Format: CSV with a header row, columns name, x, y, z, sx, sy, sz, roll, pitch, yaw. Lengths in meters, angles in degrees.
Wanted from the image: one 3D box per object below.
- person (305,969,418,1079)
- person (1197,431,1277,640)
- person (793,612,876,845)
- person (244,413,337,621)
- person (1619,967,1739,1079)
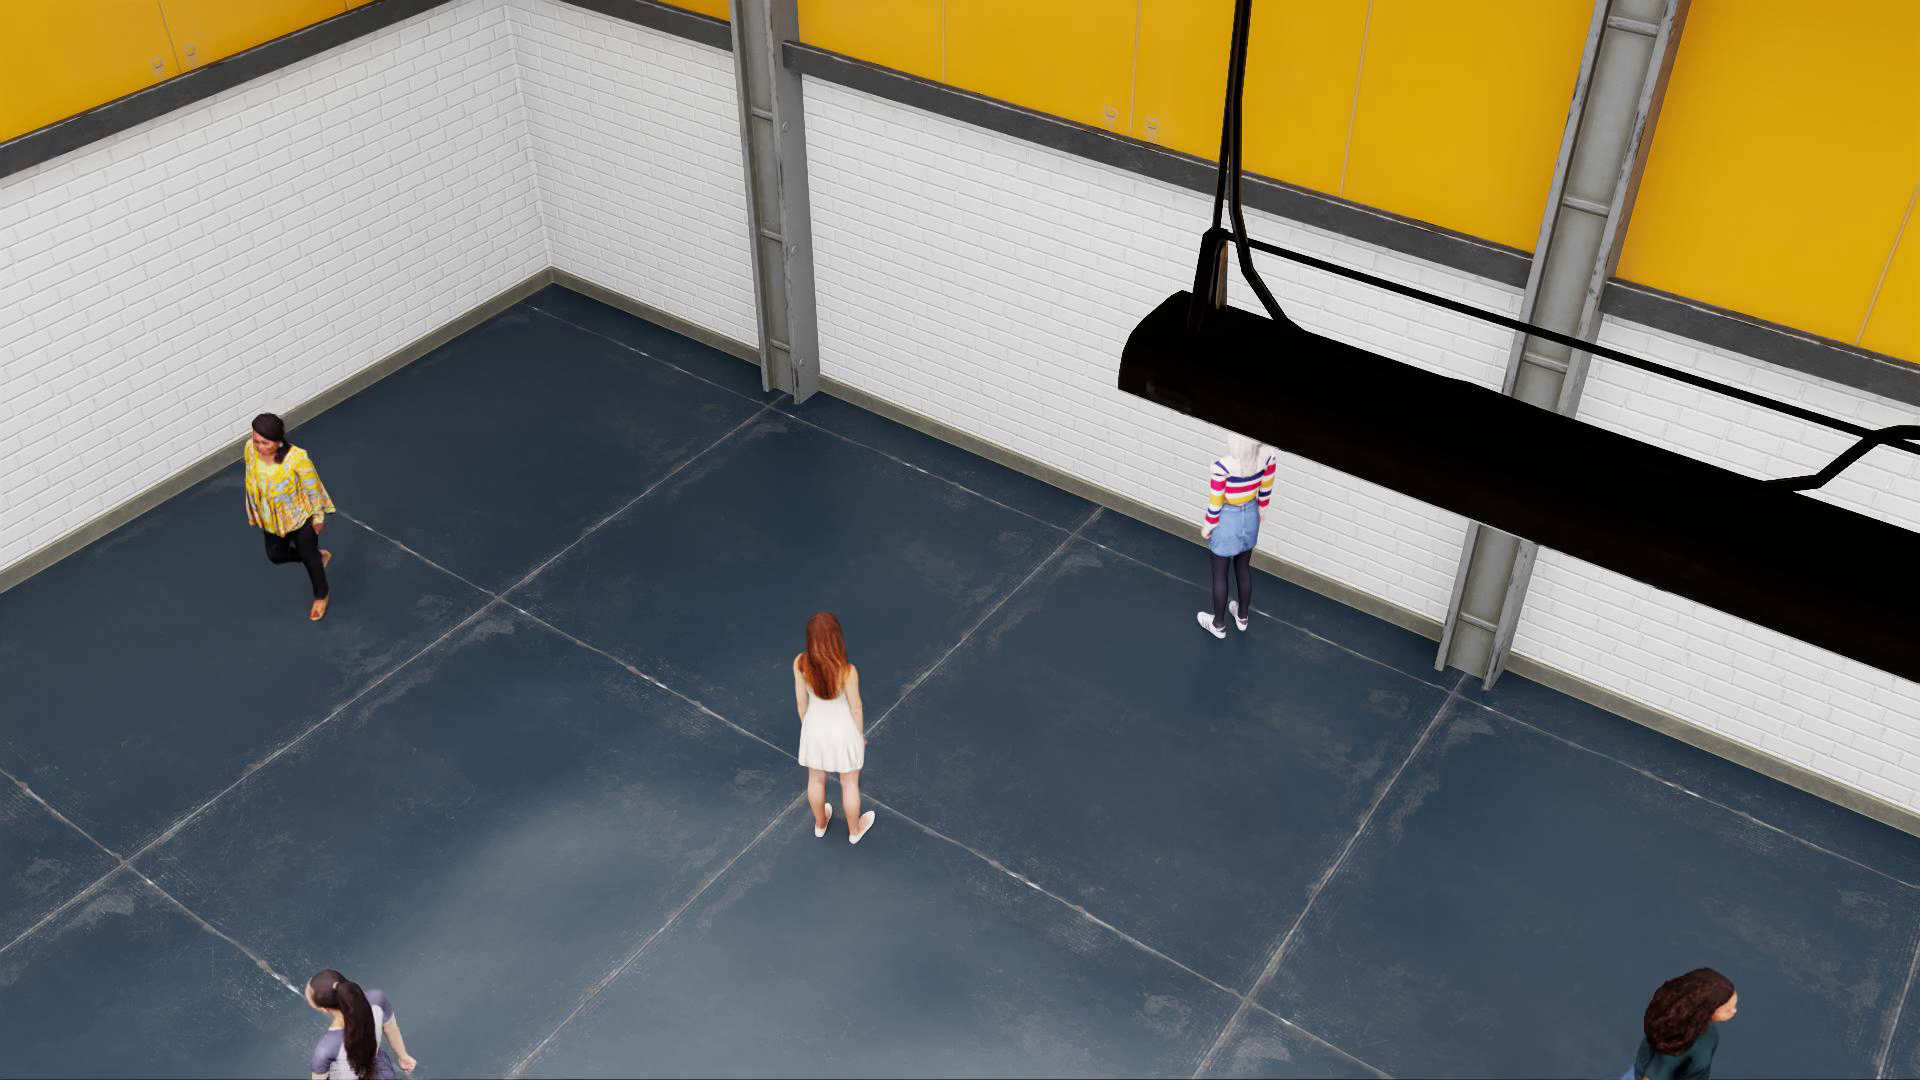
name,x,y,z,sx,sy,sz,roll,pitch,yaw
person,-2.742,2.644,7.879,1.126,1.602,0.771,14,41,17
person,1.850,-0.109,11.162,0.718,1.808,0.699,-16,41,-19
person,-0.757,1.109,9.716,0.565,1.708,0.680,11,40,13
person,-4.559,-0.215,11.427,0.848,1.643,0.899,9,39,11
person,3.284,2.566,8.003,1.090,1.570,0.657,20,43,23
